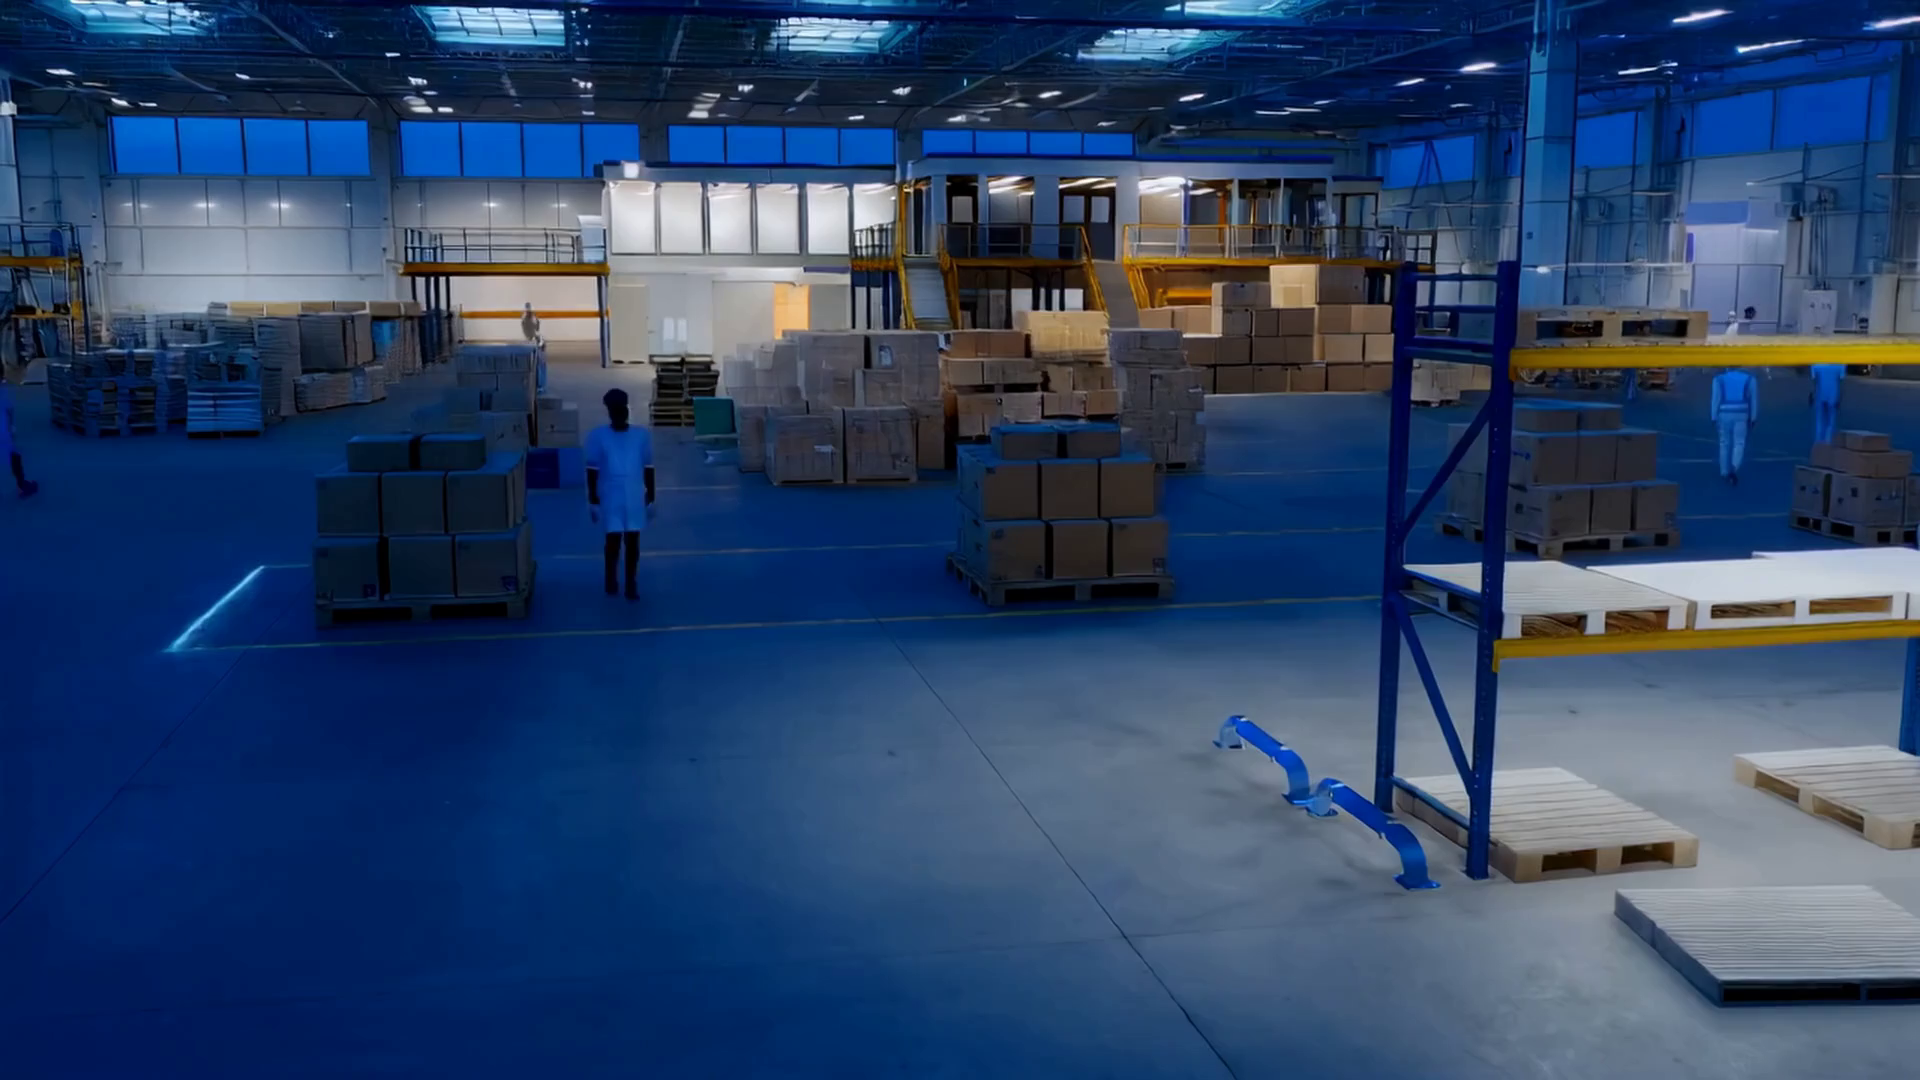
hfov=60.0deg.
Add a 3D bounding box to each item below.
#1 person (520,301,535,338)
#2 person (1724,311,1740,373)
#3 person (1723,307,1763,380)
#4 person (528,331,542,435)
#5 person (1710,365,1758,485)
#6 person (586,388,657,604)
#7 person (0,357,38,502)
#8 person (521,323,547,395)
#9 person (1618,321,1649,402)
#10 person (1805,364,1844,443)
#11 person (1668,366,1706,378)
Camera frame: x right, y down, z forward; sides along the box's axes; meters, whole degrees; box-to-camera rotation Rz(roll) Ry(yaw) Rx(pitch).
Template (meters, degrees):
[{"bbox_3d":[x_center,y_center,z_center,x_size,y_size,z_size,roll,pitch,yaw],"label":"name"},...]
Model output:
[{"bbox_3d":[-14.976,-7.356,57.658,0.534,1.828,0.548,0,9,2],"label":"person"},{"bbox_3d":[18.684,-4.573,40.330,0.382,1.949,0.605,2,9,10],"label":"person"},{"bbox_3d":[20.927,-5.216,44.262,1.026,1.940,0.620,7,12,38],"label":"person"},{"bbox_3d":[-7.644,-2.813,29.890,0.328,1.861,0.500,-6,11,-31],"label":"person"},{"bbox_3d":[10.721,-1.683,23.053,0.584,1.858,0.899,5,11,29],"label":"person"},{"bbox_3d":[-3.005,-0.382,14.794,0.633,1.942,0.436,-5,10,-26],"label":"person"},{"bbox_3d":[-12.328,-1.437,21.394,0.553,1.887,0.950,0,9,0],"label":"person"},{"bbox_3d":[-8.807,-3.555,34.417,0.607,1.864,1.064,1,9,7],"label":"person"},{"bbox_3d":[15.145,-3.998,37.284,0.654,1.795,0.926,9,13,42],"label":"person"},{"bbox_3d":[13.752,-2.247,26.433,0.565,1.855,0.383,6,11,34],"label":"person"},{"bbox_3d":[19.729,-5.263,45.010,0.905,1.805,0.631,5,10,27],"label":"person"}]
